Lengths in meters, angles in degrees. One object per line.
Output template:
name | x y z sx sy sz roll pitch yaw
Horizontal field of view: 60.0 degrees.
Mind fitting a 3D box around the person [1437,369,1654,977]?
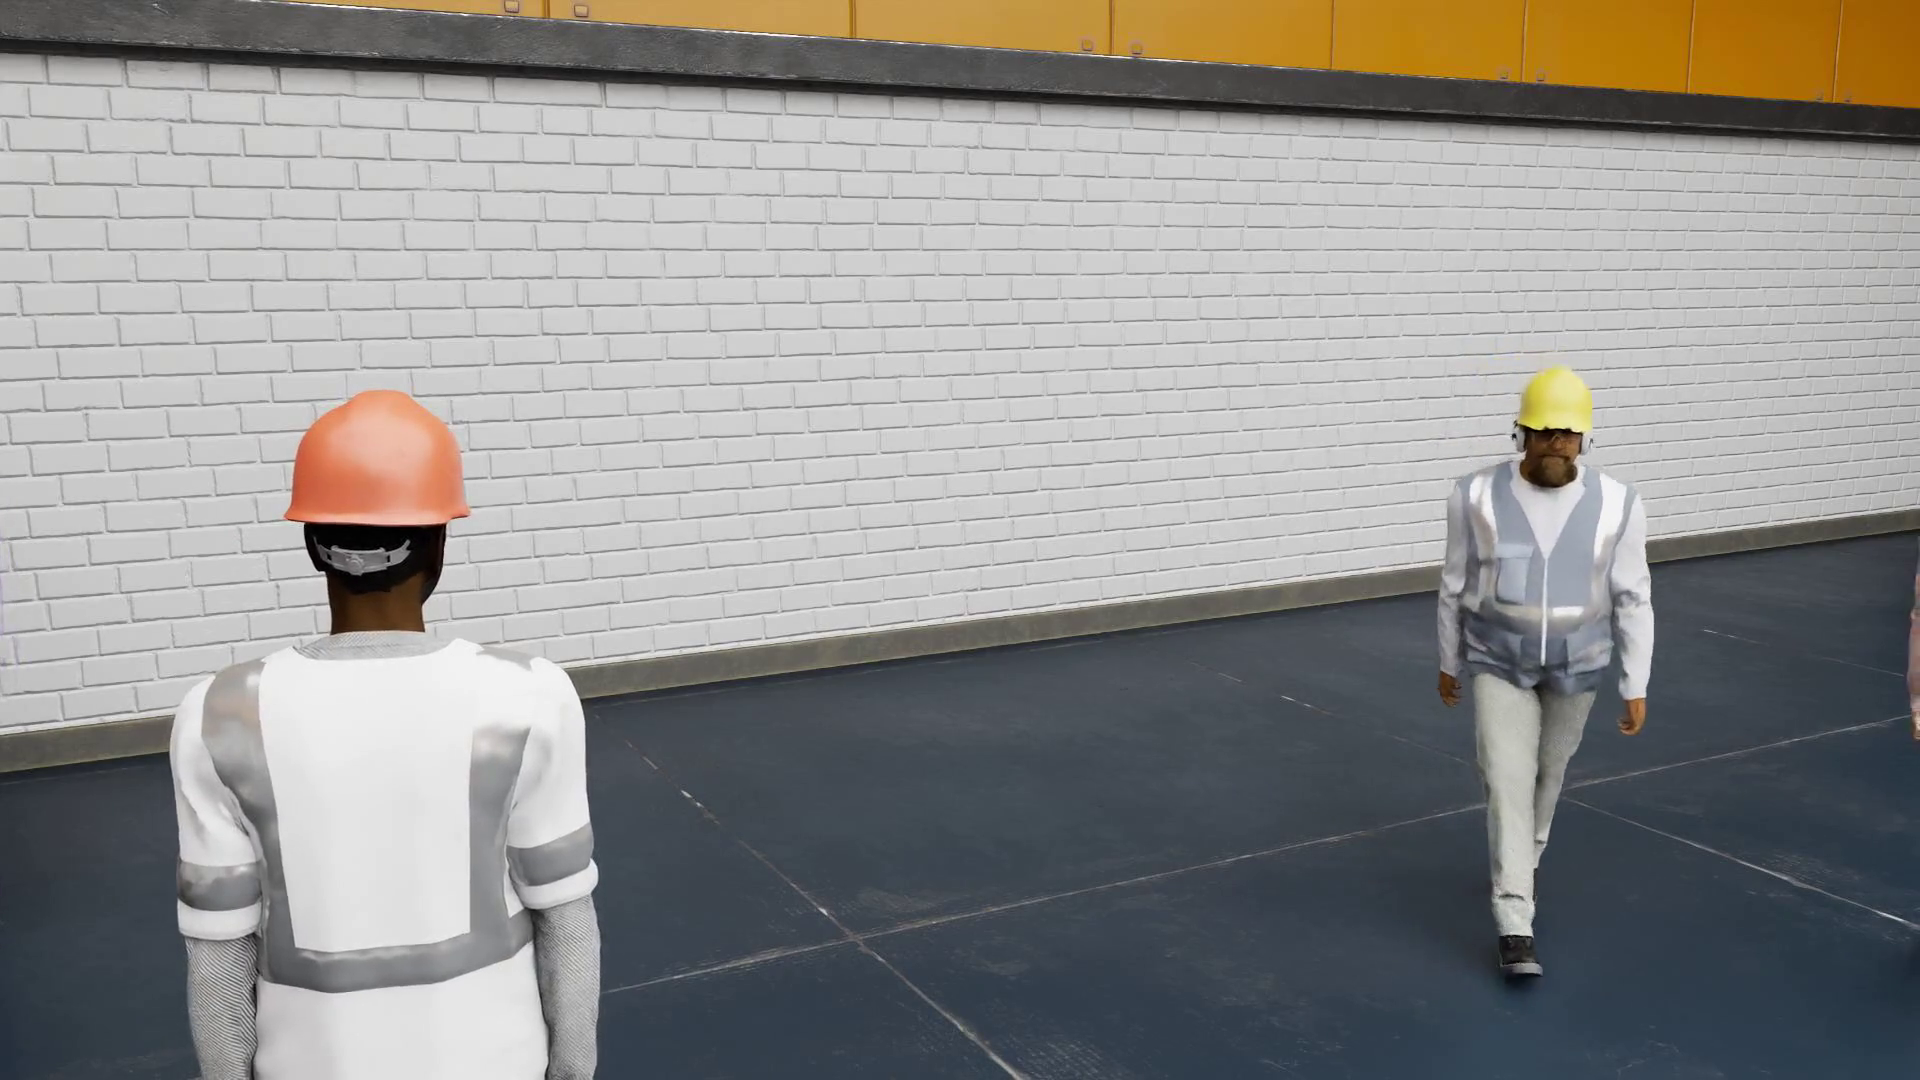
person | 1.779 0.369 5.081 0.606 1.779 0.950 2 10 12

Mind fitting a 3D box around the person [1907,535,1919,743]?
person | 2.979 0.444 4.729 0.526 1.744 0.726 6 12 32

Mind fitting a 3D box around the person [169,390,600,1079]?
person | -0.791 0.756 2.386 0.549 1.936 0.376 -2 10 -12
